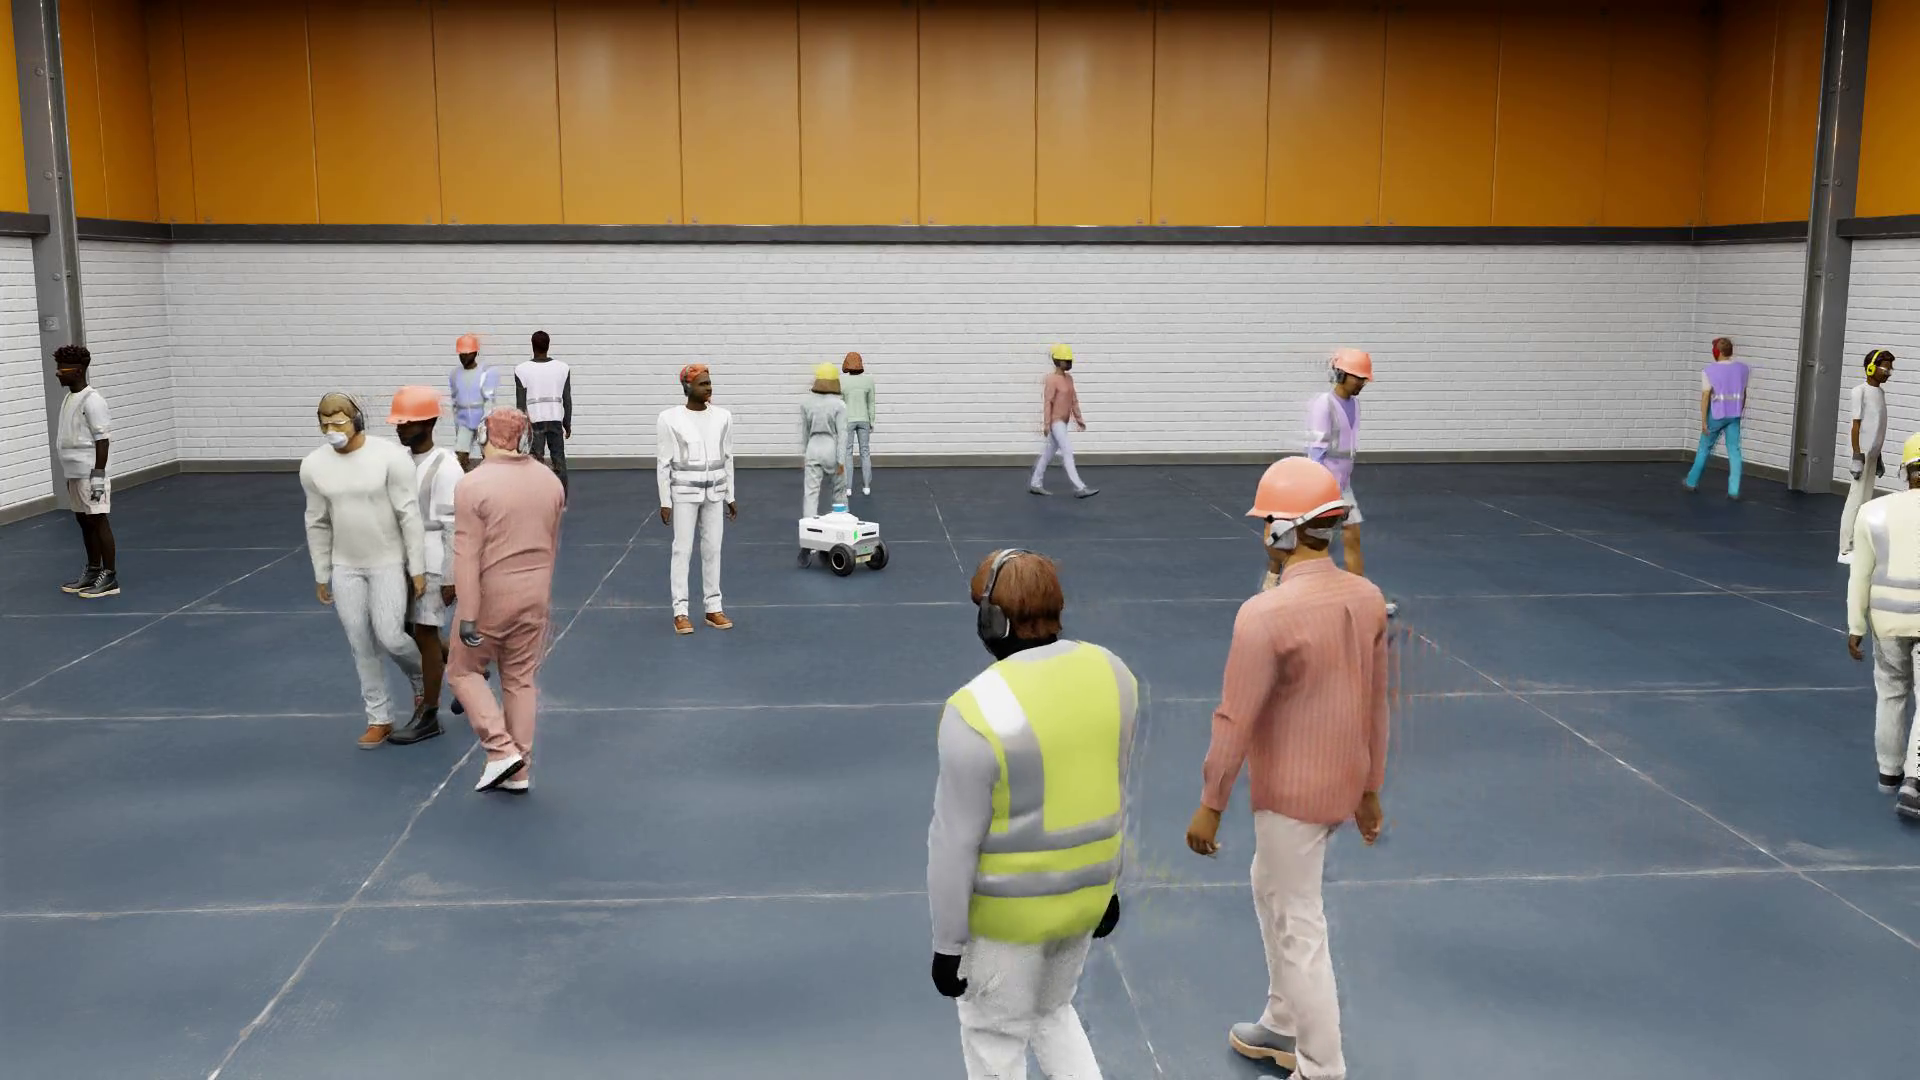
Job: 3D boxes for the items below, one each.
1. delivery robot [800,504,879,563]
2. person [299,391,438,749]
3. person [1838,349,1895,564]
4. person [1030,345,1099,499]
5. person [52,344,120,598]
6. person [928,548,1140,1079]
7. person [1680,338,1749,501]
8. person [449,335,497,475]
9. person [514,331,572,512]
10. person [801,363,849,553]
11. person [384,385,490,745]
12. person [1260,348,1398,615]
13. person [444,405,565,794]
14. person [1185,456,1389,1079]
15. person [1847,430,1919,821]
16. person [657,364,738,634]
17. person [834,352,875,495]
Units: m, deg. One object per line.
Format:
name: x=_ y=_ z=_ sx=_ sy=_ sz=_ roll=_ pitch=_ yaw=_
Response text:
delivery robot: x=-1.027 y=-0.059 z=14.075 sx=0.707 sy=0.478 sz=0.477 roll=7 pitch=11 yaw=39
person: x=-3.130 y=0.151 z=8.830 sx=0.661 sy=1.907 sz=0.557 roll=1 pitch=9 yaw=9
person: x=7.848 y=-0.709 z=14.369 sx=0.507 sy=1.865 sz=0.329 roll=-8 pitch=12 yaw=-41
person: x=1.157 y=-1.321 z=18.659 sx=0.906 sy=1.717 sz=0.534 roll=5 pitch=10 yaw=27
person: x=-6.829 y=-0.539 z=12.973 sx=0.613 sy=1.964 sz=0.361 roll=8 pitch=12 yaw=42
person: x=0.184 y=0.926 z=4.201 sx=0.639 sy=1.826 sz=0.471 roll=-8 pitch=12 yaw=-39
person: x=8.545 y=-1.366 z=18.717 sx=0.593 sy=1.792 sz=0.969 roll=0 pitch=9 yaw=-3
person: x=-5.127 y=-1.215 z=17.502 sx=0.531 sy=1.879 sz=0.973 roll=1 pitch=9 yaw=5
person: x=-4.365 y=-1.230 z=17.466 sx=0.593 sy=1.920 sz=0.391 roll=-5 pitch=10 yaw=-28
person: x=-1.206 y=-0.758 z=15.173 sx=0.502 sy=1.695 sz=0.889 roll=3 pitch=10 yaw=19
person: x=-2.848 y=0.119 z=8.968 sx=0.569 sy=1.924 sz=0.605 roll=8 pitch=12 yaw=40
person: x=2.717 y=-0.432 z=12.344 sx=1.075 sy=1.981 sz=0.671 roll=9 pitch=13 yaw=43
person: x=-2.210 y=0.292 z=8.015 sx=0.431 sy=1.877 sz=0.653 roll=6 pitch=11 yaw=35
person: x=0.935 y=0.736 z=4.974 sx=0.702 sy=1.971 sz=0.616 roll=8 pitch=12 yaw=43
person: x=4.458 y=0.377 z=7.737 sx=0.599 sy=1.802 sz=0.855 roll=7 pitch=11 yaw=36
person: x=-1.837 y=-0.291 z=11.674 sx=0.584 sy=1.882 sz=0.345 roll=-6 pitch=11 yaw=-33
person: x=-1.204 y=-1.319 z=18.920 sx=0.500 sy=1.633 sz=0.280 roll=-4 pitch=10 yaw=-23
